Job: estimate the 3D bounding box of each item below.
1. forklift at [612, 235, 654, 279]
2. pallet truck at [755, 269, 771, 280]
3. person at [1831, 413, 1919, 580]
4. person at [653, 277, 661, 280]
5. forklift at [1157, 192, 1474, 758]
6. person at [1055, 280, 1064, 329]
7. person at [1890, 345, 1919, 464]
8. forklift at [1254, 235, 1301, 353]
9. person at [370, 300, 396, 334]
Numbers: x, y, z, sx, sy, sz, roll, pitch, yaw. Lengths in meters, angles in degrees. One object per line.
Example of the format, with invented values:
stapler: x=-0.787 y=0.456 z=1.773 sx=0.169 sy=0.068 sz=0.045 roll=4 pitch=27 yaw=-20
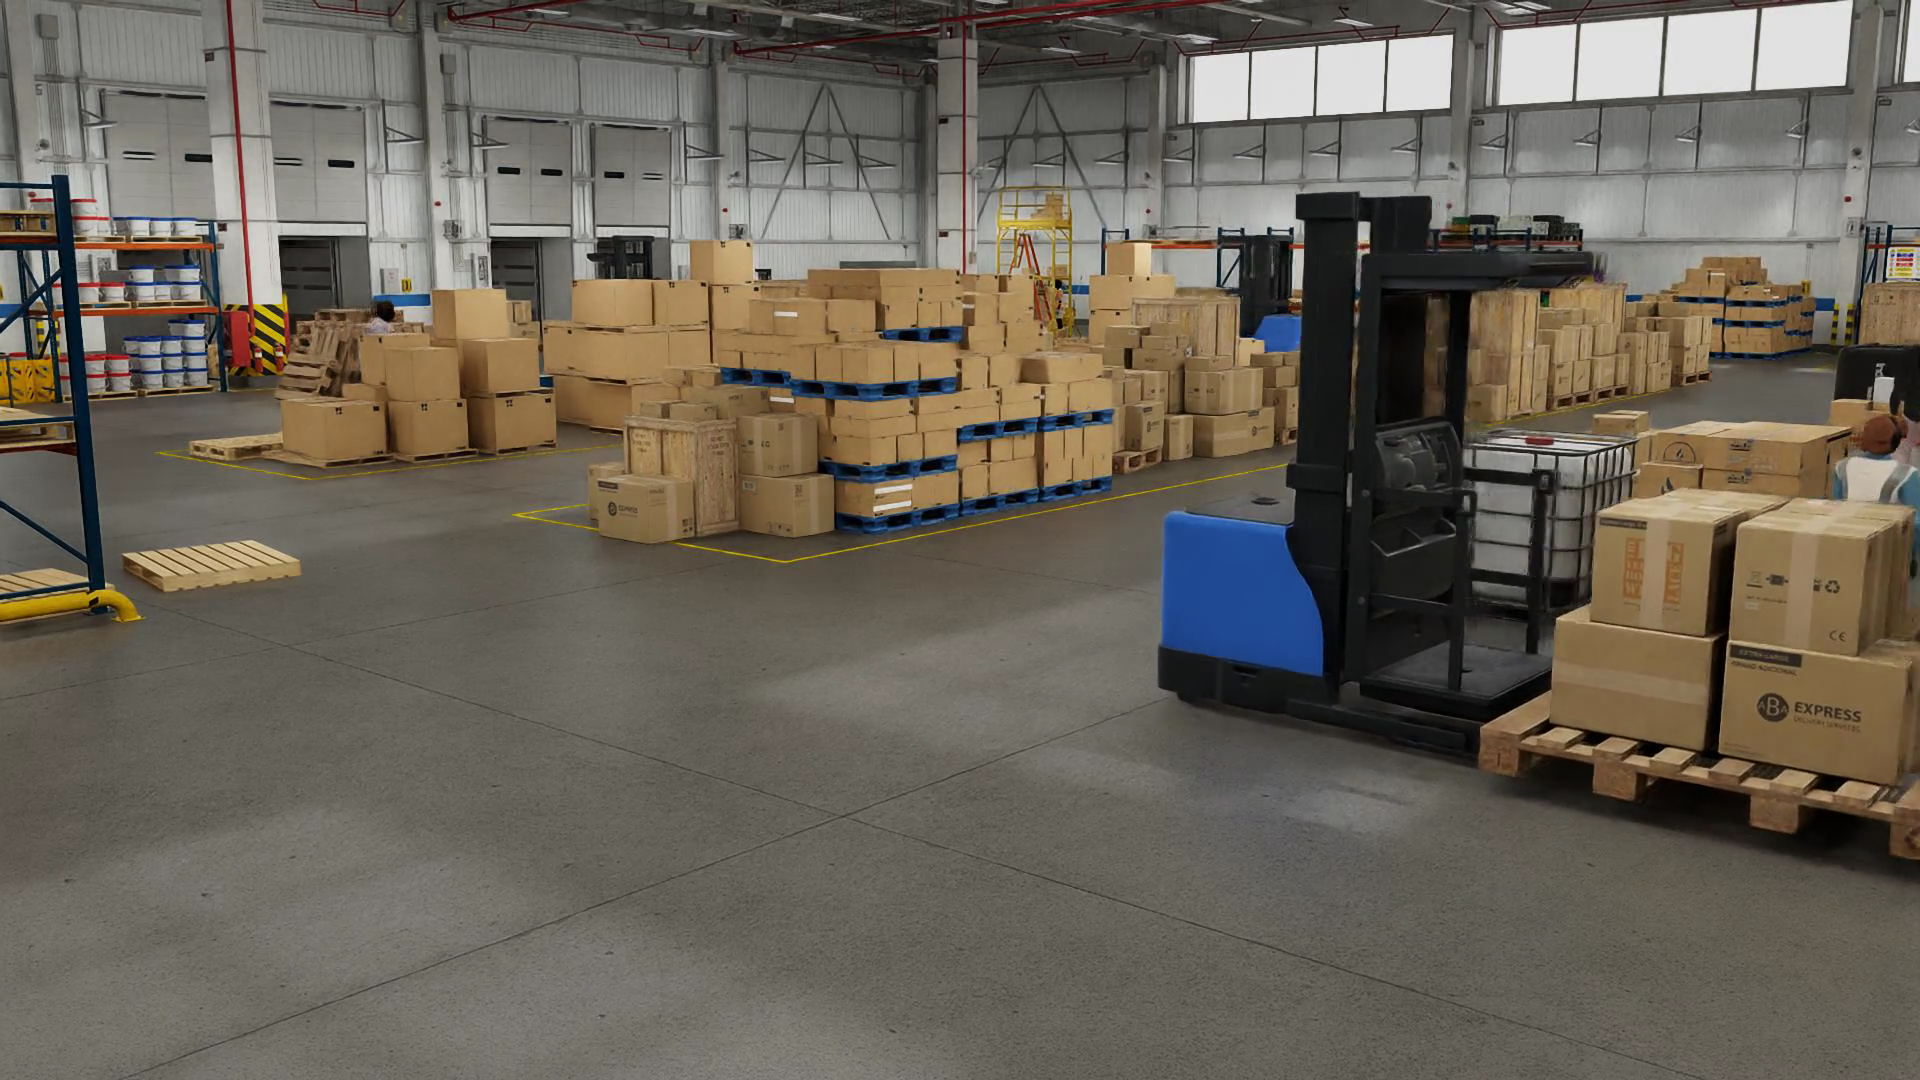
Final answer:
forklift: x=-7.300 y=-5.450 z=37.421 sx=1.873 sy=2.768 sz=1.129 roll=8 pitch=13 yaw=40
pallet truck: x=-4.996 y=-6.432 z=45.525 sx=1.885 sy=1.965 sz=0.823 roll=-6 pitch=12 yaw=-32
person: x=5.219 y=0.073 z=9.610 sx=0.785 sy=1.609 sz=0.525 roll=-5 pitch=11 yaw=-26
person: x=-6.523 y=-4.725 z=36.013 sx=0.634 sy=1.930 sz=0.384 roll=-5 pitch=11 yaw=-26
forklift: x=2.127 y=-0.454 z=8.974 sx=1.873 sy=2.768 sz=1.129 roll=8 pitch=13 yaw=40
person: x=2.750 y=-6.465 z=46.571 sx=0.318 sy=1.697 sz=0.534 roll=-1 pitch=10 yaw=-4
person: x=9.324 y=-1.243 z=16.102 sx=0.651 sy=1.951 sz=0.890 roll=3 pitch=10 yaw=18
forklift: x=6.800 y=-5.217 z=36.093 sx=1.129 sy=2.768 sz=1.873 roll=-9 pitch=14 yaw=-43
person: x=-8.105 y=-2.446 z=23.313 sx=0.568 sy=1.832 sz=0.632 roll=-2 pitch=10 yaw=-10
